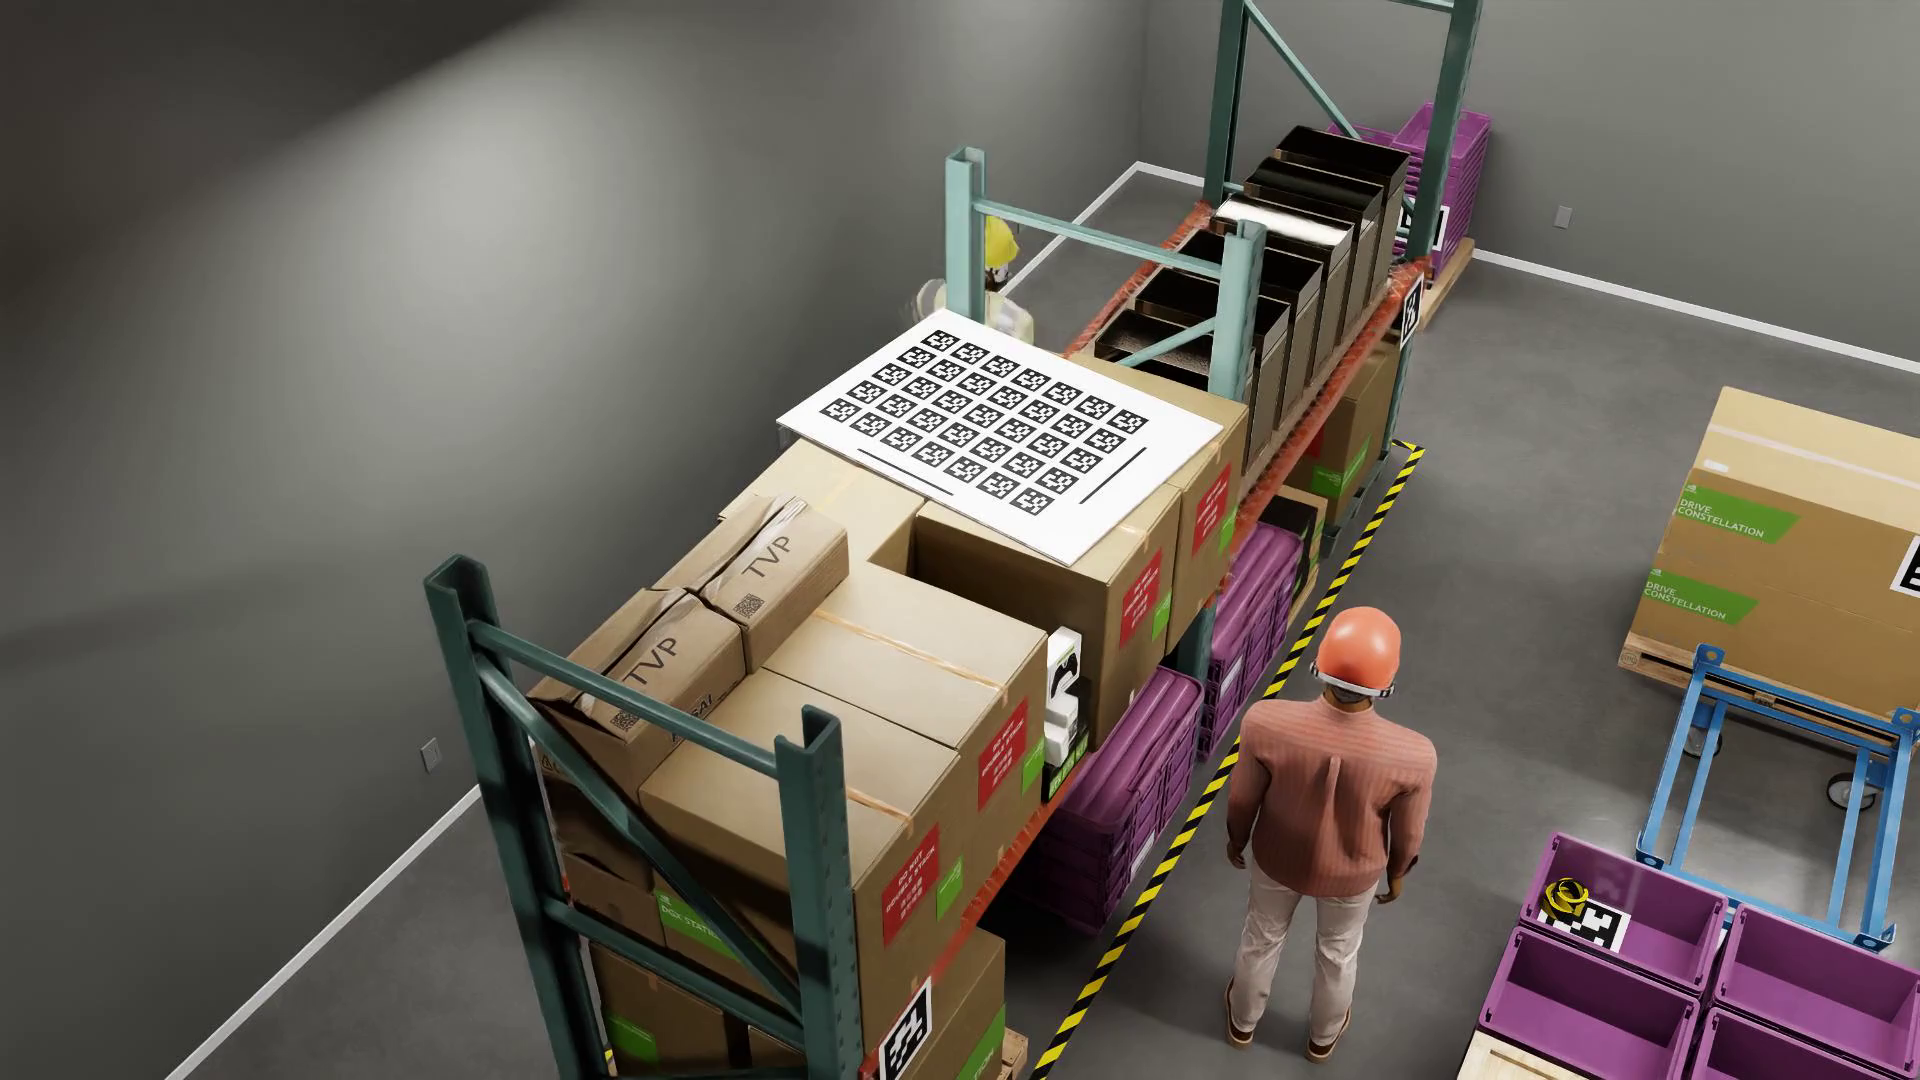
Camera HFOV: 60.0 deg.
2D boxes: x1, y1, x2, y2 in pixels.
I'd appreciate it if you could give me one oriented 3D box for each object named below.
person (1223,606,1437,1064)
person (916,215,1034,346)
[{"bbox_3d":[1.155,0.994,5.369,0.611,1.995,0.381,10,41,12],"label":"person"},{"bbox_3d":[0.133,-0.676,7.506,0.615,1.790,0.871,21,44,23],"label":"person"}]
